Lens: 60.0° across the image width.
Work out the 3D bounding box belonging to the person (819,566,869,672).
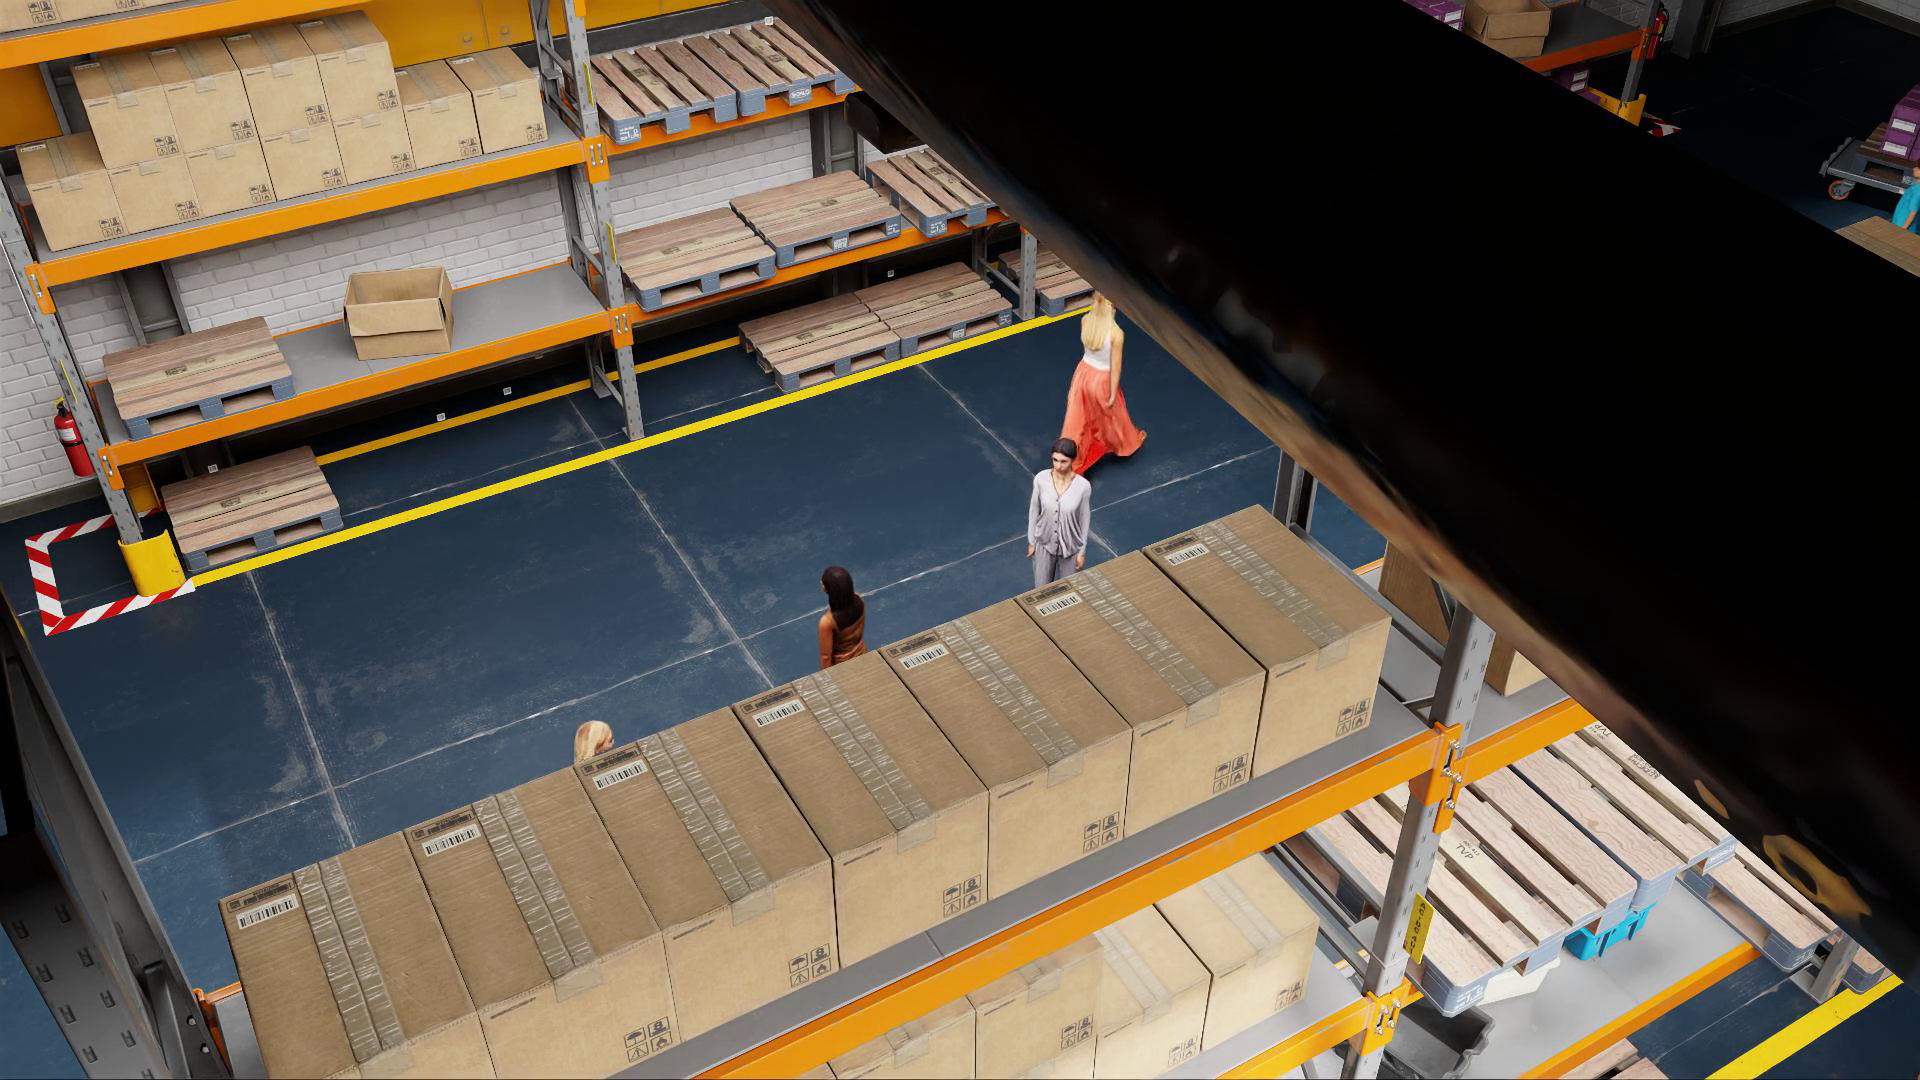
[{"bbox_3d":[-0.749,0.849,10.928,0.694,1.686,0.584,23,44,26],"label":"person"}]

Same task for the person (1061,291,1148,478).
[{"bbox_3d":[1.024,-1.195,13.439,0.863,1.747,1.315,32,48,33],"label":"person"}]

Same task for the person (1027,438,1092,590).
[{"bbox_3d":[0.705,0.016,11.901,0.668,1.774,0.733,8,39,10],"label":"person"}]

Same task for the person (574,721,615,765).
[{"bbox_3d":[-2.193,1.829,9.609,1.133,1.802,1.016,9,39,11],"label":"person"}]
